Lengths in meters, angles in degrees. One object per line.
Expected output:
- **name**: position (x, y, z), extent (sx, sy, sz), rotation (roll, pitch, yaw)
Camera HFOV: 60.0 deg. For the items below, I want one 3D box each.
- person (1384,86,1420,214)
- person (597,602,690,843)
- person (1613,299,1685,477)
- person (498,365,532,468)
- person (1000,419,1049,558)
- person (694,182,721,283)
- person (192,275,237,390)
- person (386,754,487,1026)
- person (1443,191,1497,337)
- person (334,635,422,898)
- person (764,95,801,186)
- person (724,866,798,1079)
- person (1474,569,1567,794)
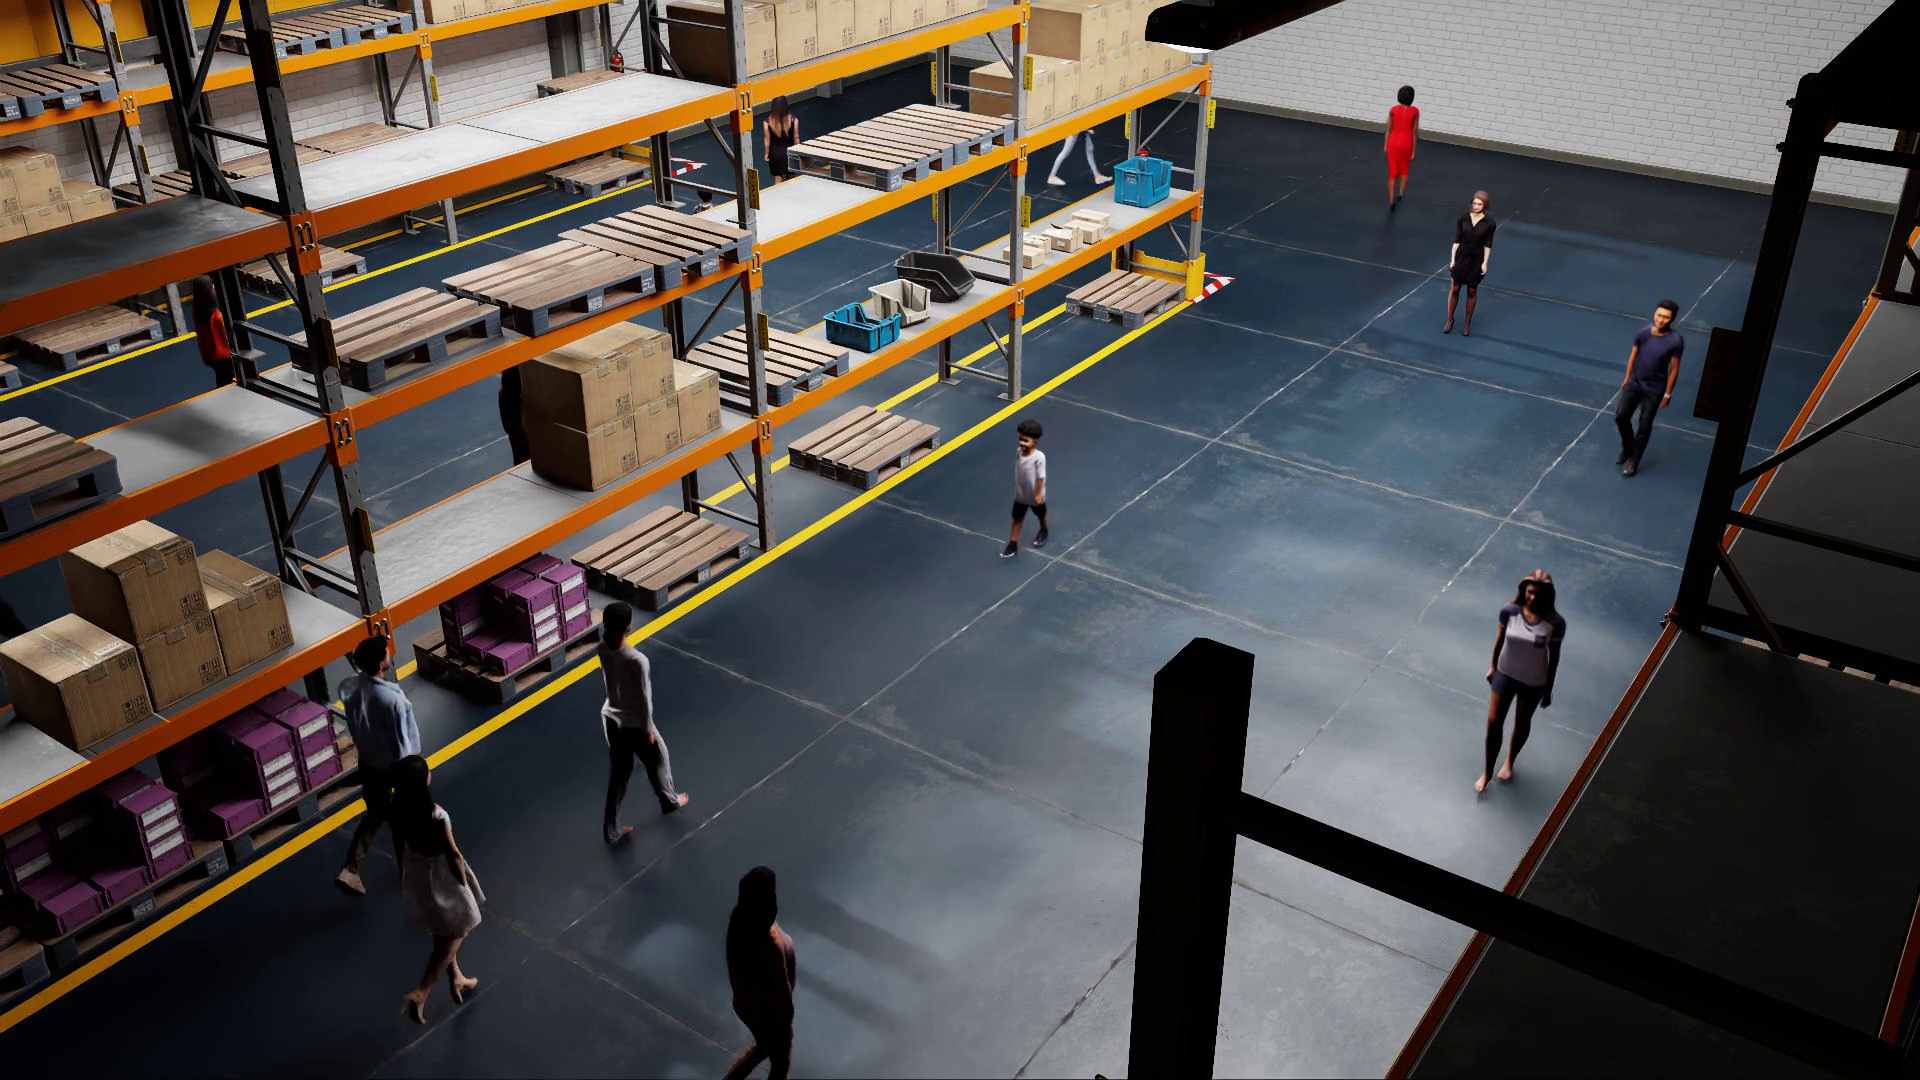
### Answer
- **person**: position (6.096, -5.395, 23.087), extent (0.747, 1.720, 0.947), rotation (10, 30, 17)
- **person**: position (-2.232, 1.225, 10.925), extent (0.606, 1.744, 0.924), rotation (18, 34, 30)
- **person**: position (6.587, -1.480, 15.846), extent (0.656, 1.781, 0.721), rotation (-25, 37, -38)
- **person**: position (-3.991, -0.953, 15.197), extent (0.581, 1.477, 0.514), rotation (17, 33, 28)
- **person**: position (0.655, -0.473, 14.579), extent (0.487, 1.227, 0.859), rotation (18, 34, 30)
- **person**: position (-3.137, -3.843, 20.735), extent (0.560, 1.248, 0.586), rotation (3, 29, 5)
- **person**: position (-7.363, -1.740, 16.373), extent (0.655, 1.734, 0.729), rotation (24, 37, 36)
- **person**: position (-3.021, 2.030, 9.436), extent (0.760, 1.758, 0.989), rotation (11, 30, 19)
- **person**: position (5.826, -3.178, 19.037), extent (0.619, 1.705, 0.548), rotation (13, 31, 22)
- **person**: position (-3.677, 1.454, 10.468), extent (0.789, 1.782, 1.147), rotation (14, 31, 23)
- **person**: position (-2.429, -5.261, 22.844), extent (0.745, 1.718, 0.819), rotation (-7, 29, -12)
- **person**: position (-1.101, 2.479, 8.572), extent (0.946, 1.796, 0.797), rotation (-17, 33, -28)
- **person**: position (3.910, 0.919, 11.519), extent (0.652, 1.714, 0.747), rotation (16, 32, 27)
